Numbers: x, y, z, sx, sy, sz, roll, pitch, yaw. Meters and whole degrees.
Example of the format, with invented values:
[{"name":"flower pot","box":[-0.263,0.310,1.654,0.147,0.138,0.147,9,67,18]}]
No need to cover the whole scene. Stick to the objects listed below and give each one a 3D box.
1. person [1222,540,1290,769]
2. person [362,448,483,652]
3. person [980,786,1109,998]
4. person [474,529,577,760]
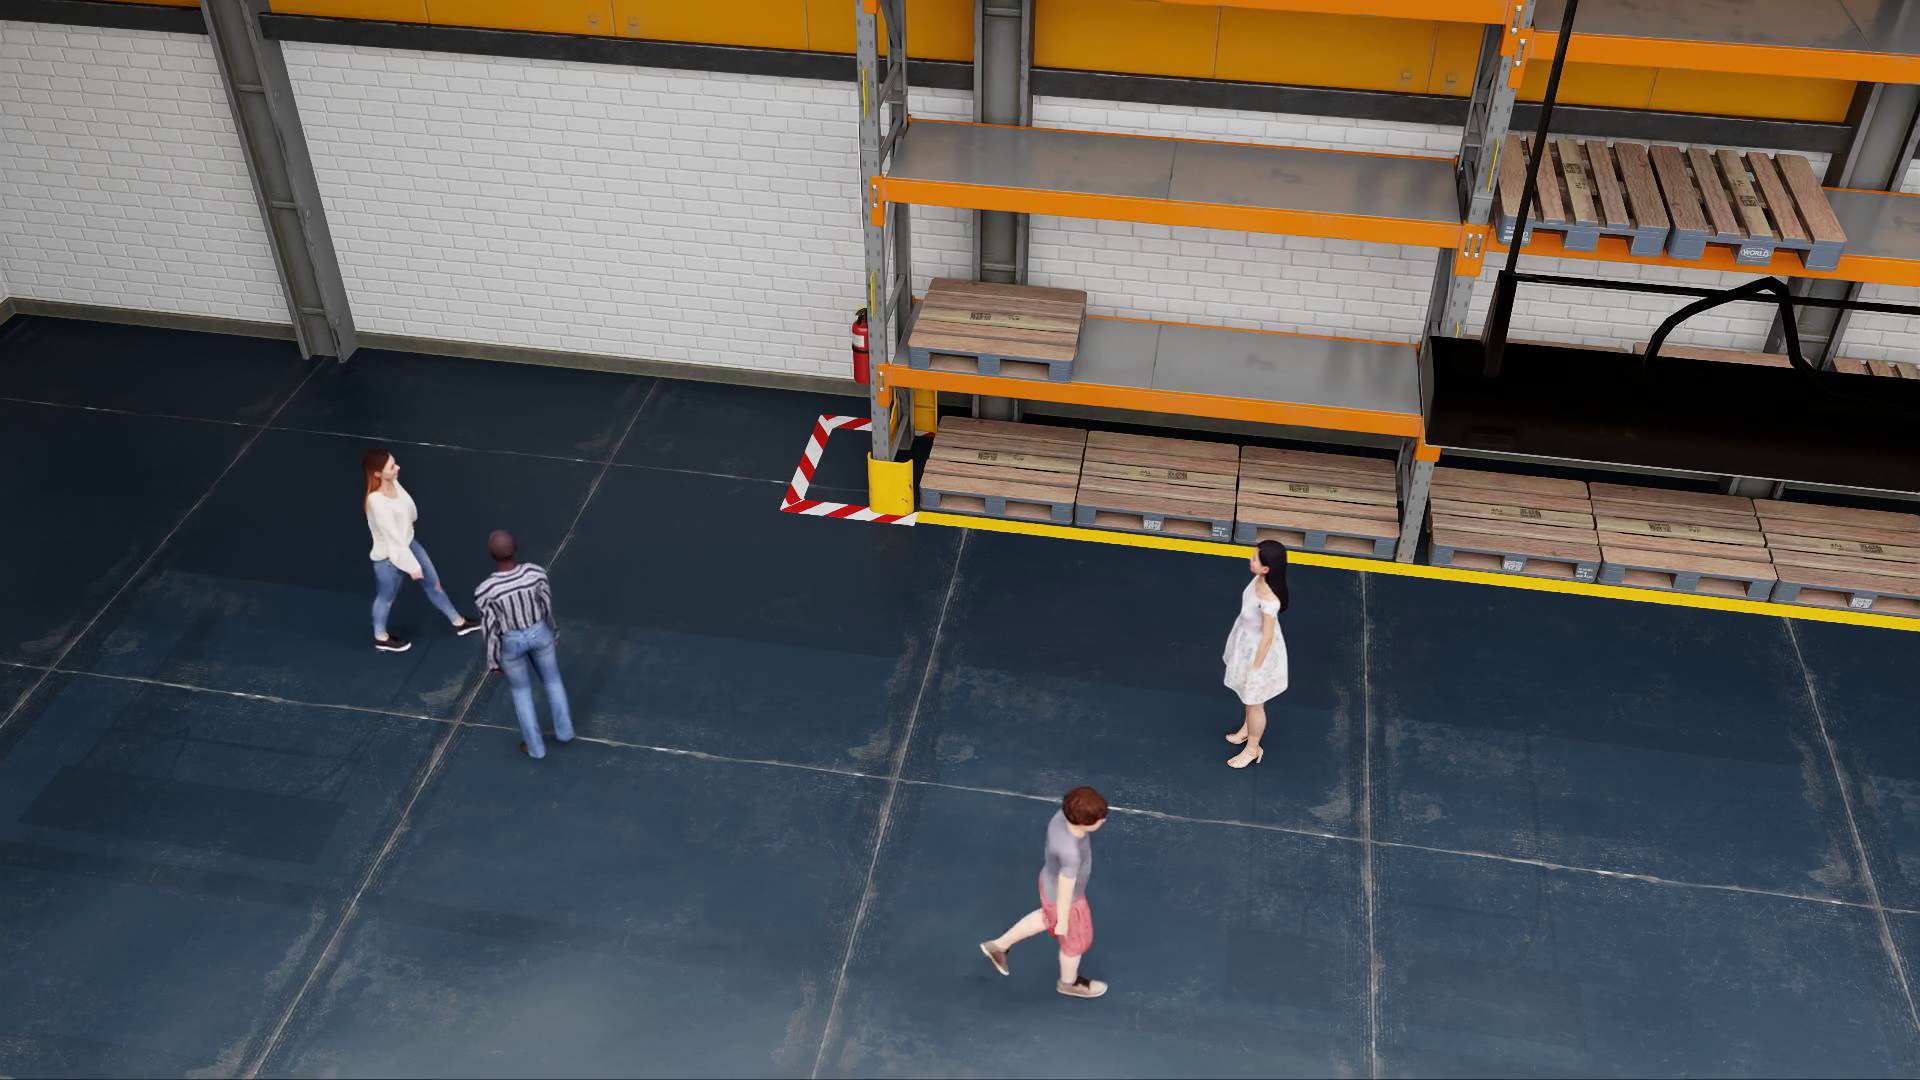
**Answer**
[{"name":"person","box":[1.843,0.711,10.367,0.632,1.774,0.649,4,39,5]},{"name":"person","box":[-3.903,0.103,11.226,1.049,1.654,0.738,0,39,0]},{"name":"person","box":[0.477,1.906,8.989,0.979,1.628,0.668,1,39,2]},{"name":"person","box":[-2.717,0.664,10.410,0.704,1.795,0.757,-25,45,-28]}]
